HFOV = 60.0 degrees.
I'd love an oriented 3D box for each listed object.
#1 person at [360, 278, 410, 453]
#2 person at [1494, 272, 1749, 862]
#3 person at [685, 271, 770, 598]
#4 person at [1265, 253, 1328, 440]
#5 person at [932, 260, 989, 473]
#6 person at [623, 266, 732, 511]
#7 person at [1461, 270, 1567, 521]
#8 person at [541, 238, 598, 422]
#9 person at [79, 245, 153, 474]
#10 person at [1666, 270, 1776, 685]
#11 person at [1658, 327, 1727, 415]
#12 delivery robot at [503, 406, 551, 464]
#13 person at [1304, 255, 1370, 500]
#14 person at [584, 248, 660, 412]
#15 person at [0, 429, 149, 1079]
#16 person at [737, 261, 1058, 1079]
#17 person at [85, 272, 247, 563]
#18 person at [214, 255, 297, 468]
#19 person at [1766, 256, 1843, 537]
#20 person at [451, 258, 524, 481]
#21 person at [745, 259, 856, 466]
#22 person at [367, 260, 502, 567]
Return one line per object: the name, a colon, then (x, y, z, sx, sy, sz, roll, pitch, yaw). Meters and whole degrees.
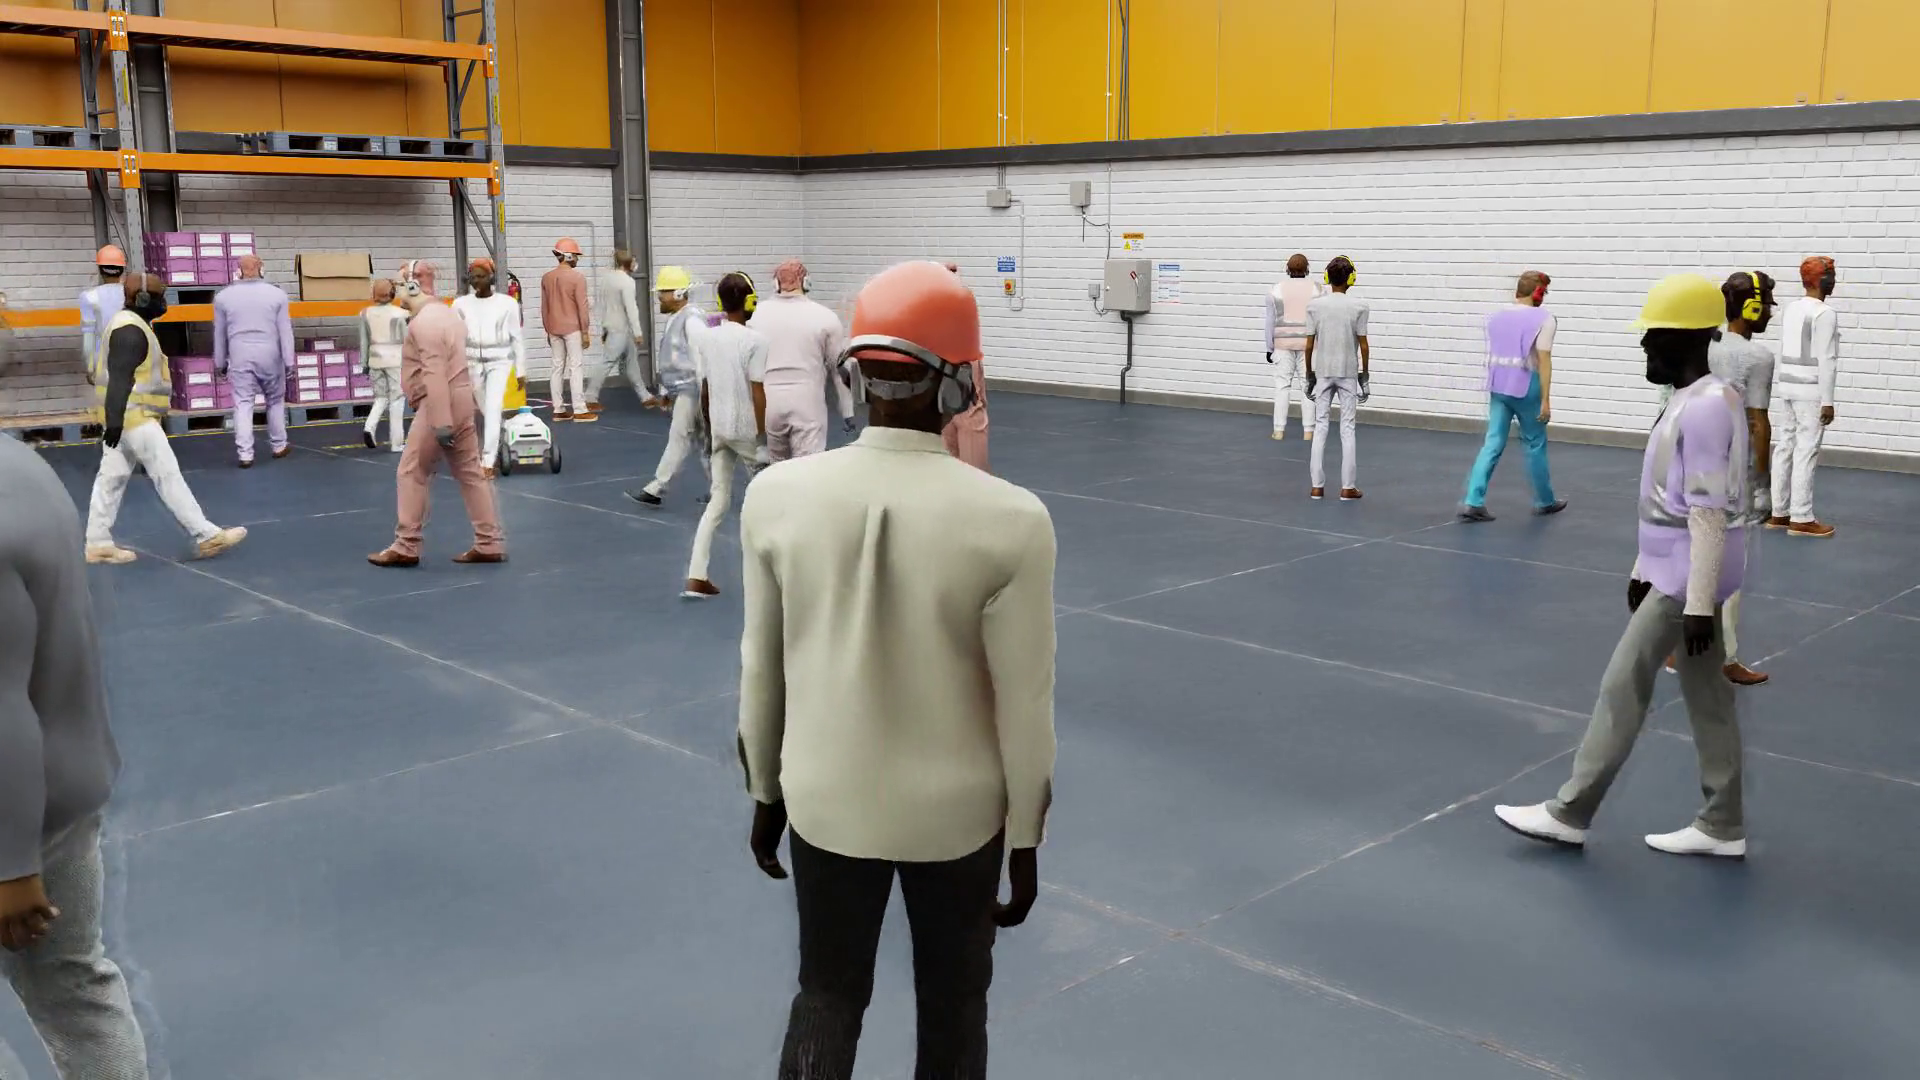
person: (-5.312, -1.605, 15.415, 0.513, 1.630, 0.416, 2, 11, 13)
person: (2.187, 0.099, 5.382, 0.871, 1.893, 0.613, 4, 11, 23)
person: (-1.247, -0.595, 9.393, 0.550, 1.830, 0.885, 6, 12, 30)
person: (3.328, -1.905, 16.474, 0.626, 1.846, 0.429, 2, 11, 11)
person: (-0.075, -0.272, 7.384, 0.410, 1.913, 0.643, -8, 13, -37)
person: (-2.104, -1.109, 12.289, 0.899, 1.788, 0.603, -4, 11, -21)
person: (3.981, -1.020, 11.836, 1.004, 1.786, 0.604, -7, 13, -34)
person: (-4.265, -2.276, 18.090, 0.612, 1.991, 0.392, 6, 12, 28)
person: (-7.089, -1.503, 14.024, 0.547, 1.938, 0.359, -7, 13, -34)
person: (3.475, -0.279, 7.548, 0.312, 1.864, 0.532, -4, 11, -19)
person: (5.321, -0.978, 12.031, 0.521, 1.615, 0.501, 7, 13, 35)
delivery robot: (-3.723, -0.905, 14.278, 0.477, 0.478, 0.707, -4, 11, -20)
person: (2.893, -1.236, 12.750, 0.511, 1.872, 0.328, 5, 11, 23)
person: (-3.919, -2.407, 19.130, 1.040, 1.879, 0.641, -5, 12, -27)
person: (-1.837, 0.510, 3.082, 0.602, 1.917, 0.667, -4, 11, -20)
person: (-0.134, 0.495, 3.009, 0.619, 1.979, 0.706, 2, 11, 13)
person: (-5.008, -0.749, 10.323, 1.005, 1.784, 0.652, -5, 12, -26)
person: (-6.250, -1.598, 14.795, 0.689, 1.836, 1.008, -2, 11, -12)
person: (5.737, -0.969, 11.257, 0.351, 1.884, 0.581, -1, 10, -3)
person: (-3.980, -1.456, 14.059, 0.589, 1.841, 0.978, 1, 10, 6)
person: (-1.044, -0.817, 10.472, 0.780, 1.864, 0.684, 1, 10, 7)
person: (-3.261, -0.756, 10.144, 0.886, 1.863, 0.652, 0, 10, -1)
